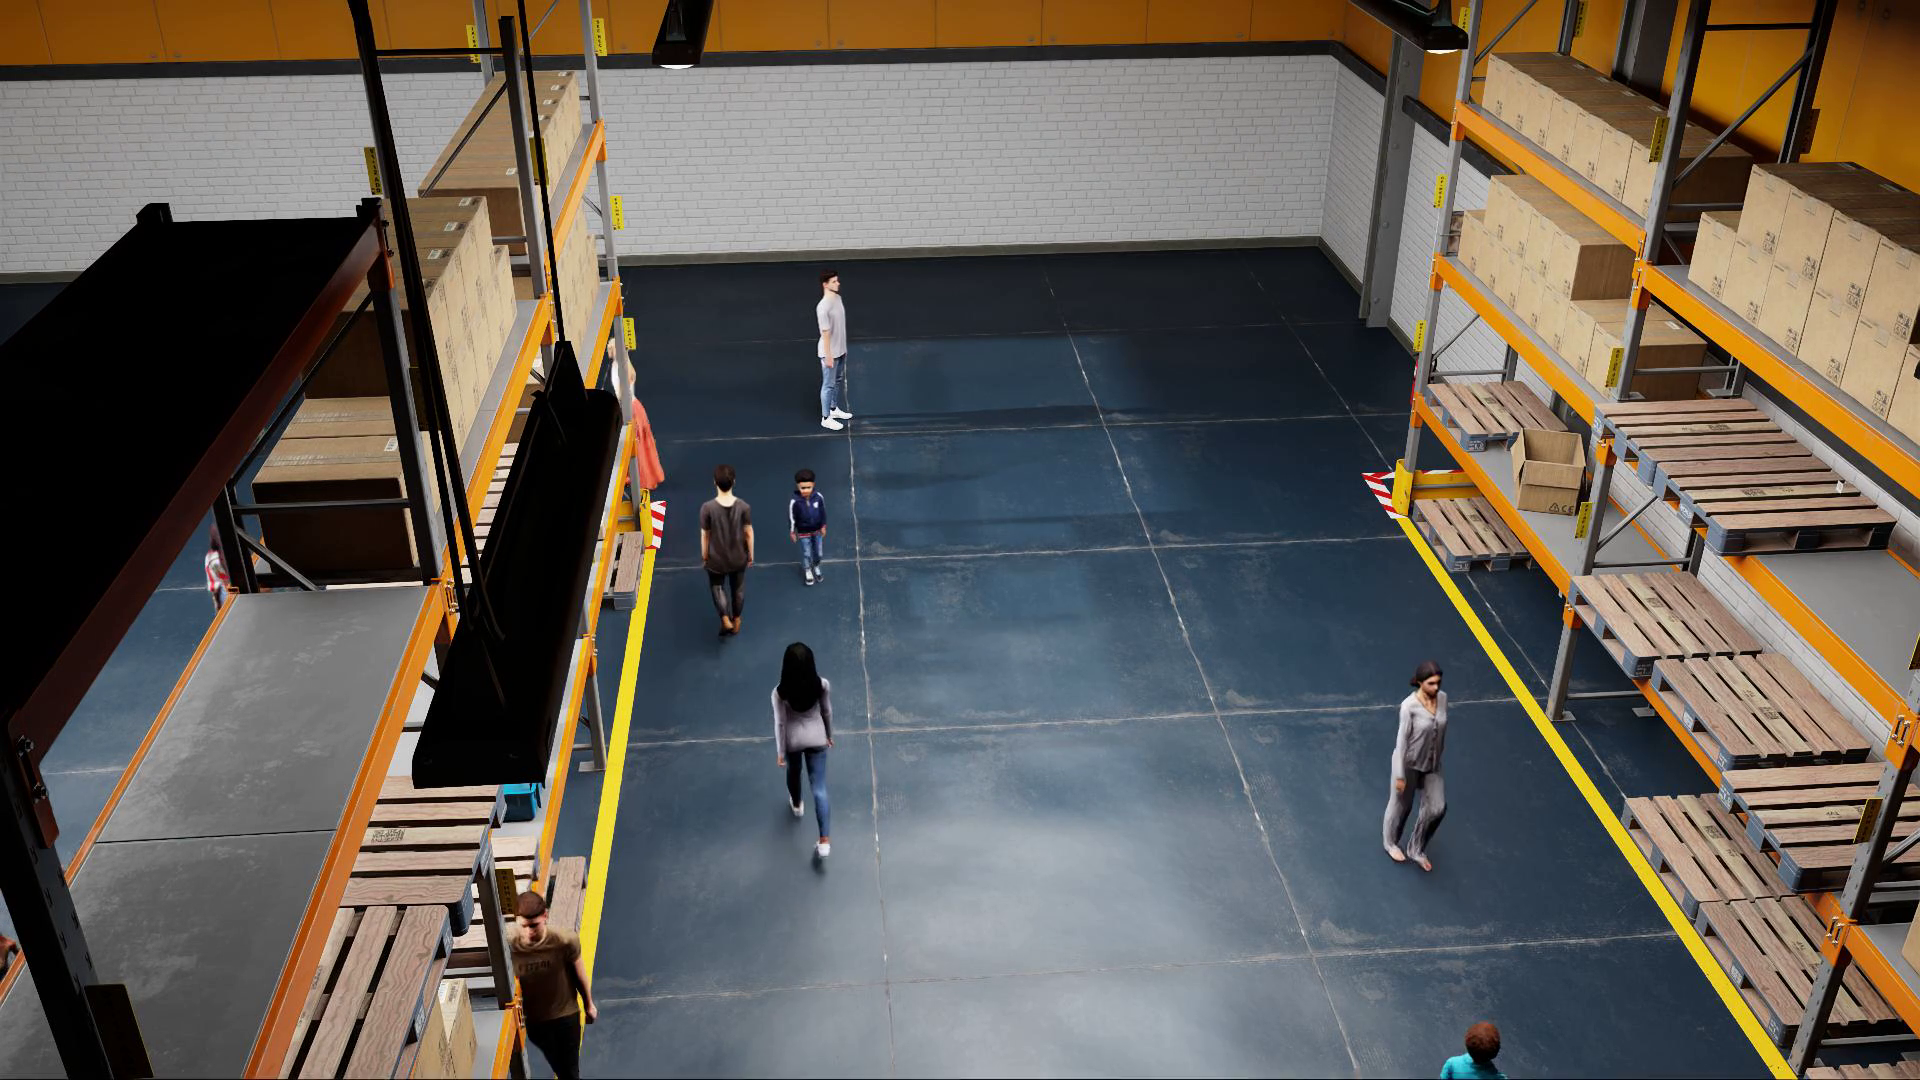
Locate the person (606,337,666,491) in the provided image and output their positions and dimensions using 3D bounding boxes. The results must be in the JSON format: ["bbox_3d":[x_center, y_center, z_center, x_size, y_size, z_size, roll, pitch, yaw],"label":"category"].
[{"bbox_3d":[-3.408,-1.322,17.669,0.867,1.781,0.906,-13,31,-23],"label":"person"}]

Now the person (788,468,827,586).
[{"bbox_3d":[-1.471,-0.153,16.119,0.561,1.214,0.532,-8,30,-14],"label":"person"}]

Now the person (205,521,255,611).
[{"bbox_3d":[-6.216,0.568,14.404,0.862,1.590,1.020,-16,33,-27],"label":"person"}]

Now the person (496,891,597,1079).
[{"bbox_3d":[-2.477,2.801,10.071,0.686,1.818,1.084,-2,29,-4],"label":"person"}]

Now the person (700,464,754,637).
[{"bbox_3d":[-2.108,0.147,15.058,0.676,1.703,0.789,-5,29,-10],"label":"person"}]

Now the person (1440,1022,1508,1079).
[{"bbox_3d":[2.860,3.364,9.447,0.802,1.427,0.949,13,31,22],"label":"person"}]

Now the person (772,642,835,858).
[{"bbox_3d":[-1.136,1.582,12.435,0.764,1.695,1.207,-8,30,-14],"label":"person"}]

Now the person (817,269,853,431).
[{"bbox_3d":[-1.471,-2.227,19.217,0.805,1.888,0.629,8,30,14],"label":"person"}]

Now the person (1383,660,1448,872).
[{"bbox_3d":[3.323,1.610,12.319,0.711,1.757,0.761,-11,31,-19],"label":"person"}]
